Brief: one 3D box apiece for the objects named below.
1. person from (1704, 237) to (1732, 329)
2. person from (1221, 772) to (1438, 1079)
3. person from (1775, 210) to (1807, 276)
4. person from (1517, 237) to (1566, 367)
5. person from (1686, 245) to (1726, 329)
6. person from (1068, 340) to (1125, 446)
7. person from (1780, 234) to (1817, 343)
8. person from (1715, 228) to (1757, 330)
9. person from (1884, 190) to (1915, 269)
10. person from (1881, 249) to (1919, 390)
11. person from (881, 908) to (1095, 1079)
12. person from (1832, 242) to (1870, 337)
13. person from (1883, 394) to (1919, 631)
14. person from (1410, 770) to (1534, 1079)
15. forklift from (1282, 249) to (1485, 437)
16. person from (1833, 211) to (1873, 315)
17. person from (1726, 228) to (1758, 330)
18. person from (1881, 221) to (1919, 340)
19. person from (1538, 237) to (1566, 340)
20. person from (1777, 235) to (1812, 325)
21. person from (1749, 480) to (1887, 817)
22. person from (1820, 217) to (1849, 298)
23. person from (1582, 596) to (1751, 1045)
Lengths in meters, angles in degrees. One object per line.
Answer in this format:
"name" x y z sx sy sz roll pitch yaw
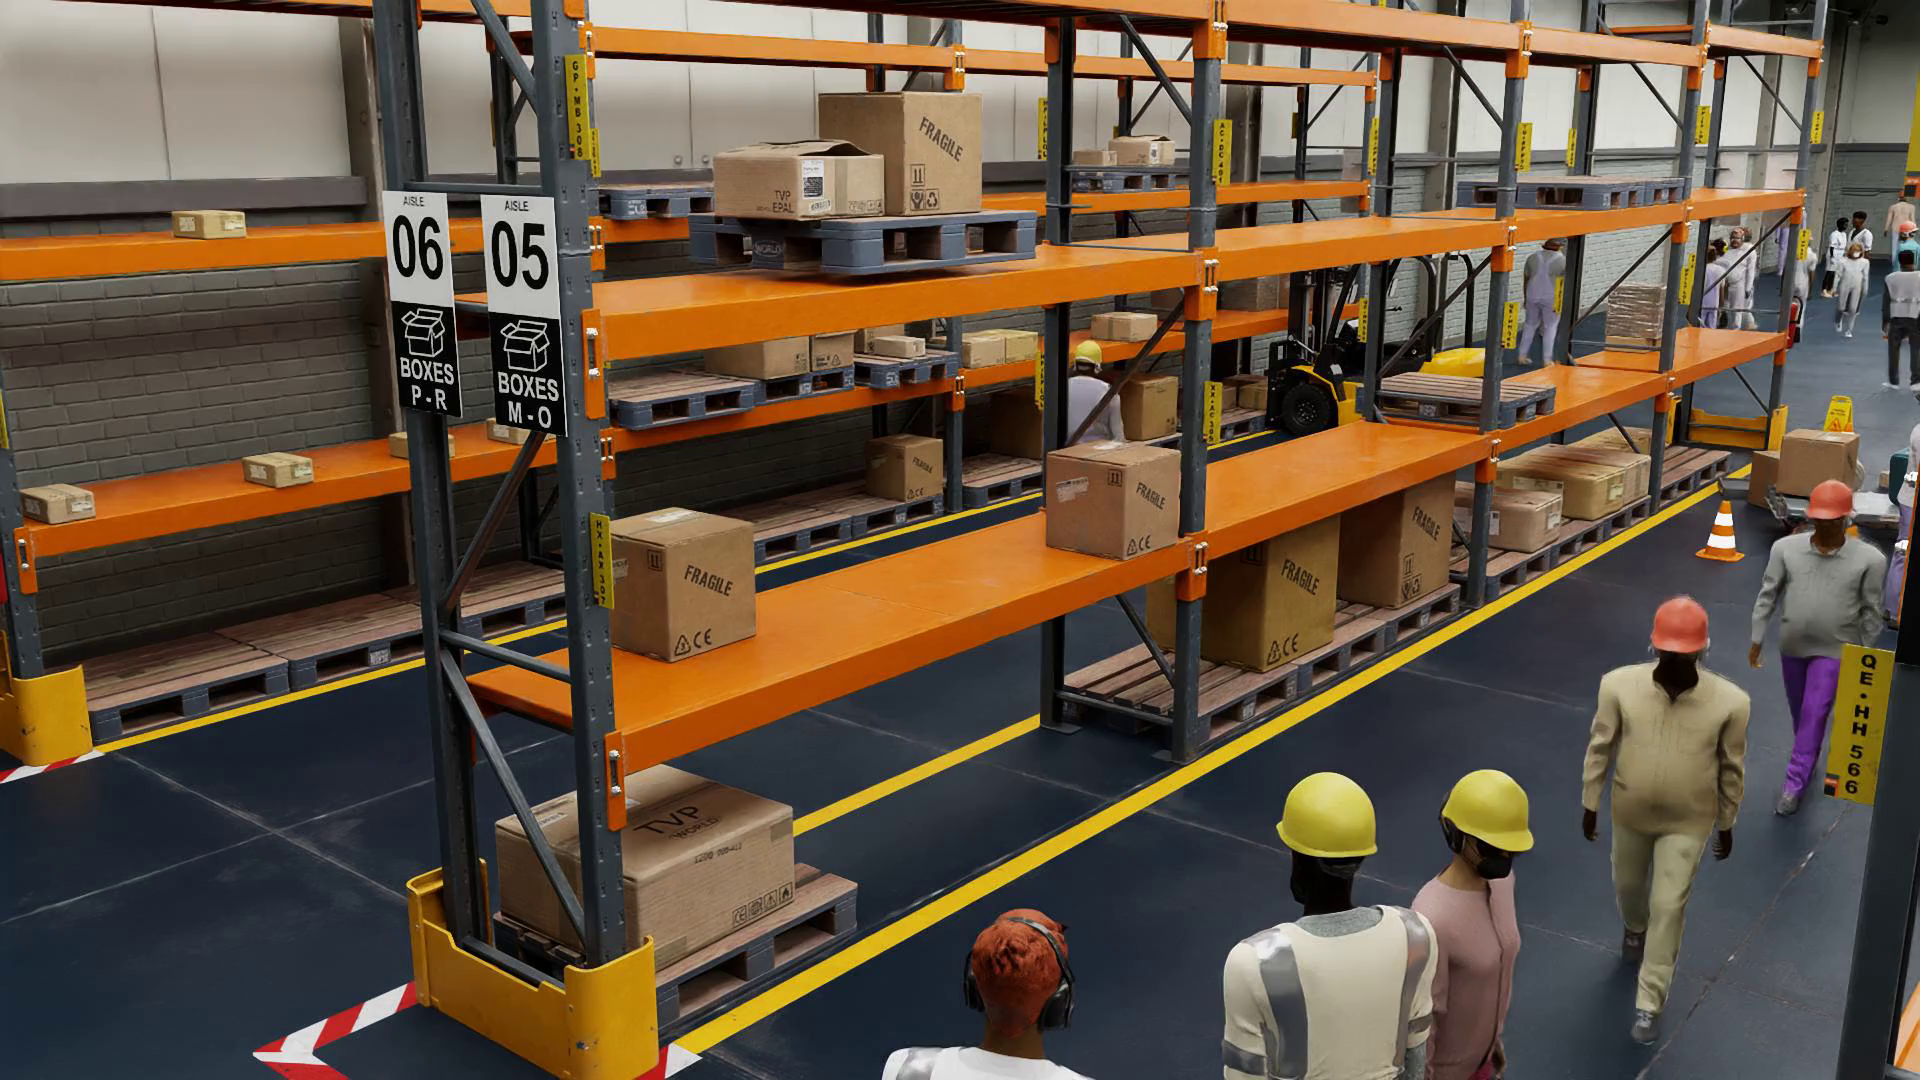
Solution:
"person" 11.633 -3.714 25.584 0.544 1.848 0.571 -9 16 -32
"person" 0.886 1.503 4.180 0.594 1.926 0.367 -6 15 -22
"person" 20.032 -7.318 40.141 0.650 1.906 0.401 6 15 23
"person" 8.721 -3.599 24.721 0.695 2.000 0.541 11 18 38
"person" 10.834 -3.353 24.170 0.517 1.833 0.373 -2 14 -7
"person" 1.019 -0.704 13.398 0.631 1.814 0.577 4 14 14
"person" 13.800 -4.155 27.418 0.531 1.827 0.599 11 17 37
"person" 12.714 -4.179 27.407 0.636 1.892 0.394 11 17 37
"person" 23.997 -7.952 42.580 0.646 1.968 0.807 3 14 14
"person" 12.879 -2.978 22.551 0.740 1.877 0.446 9 16 32
"person" 0.104 1.681 3.568 0.581 1.879 0.346 4 14 15
"person" 15.169 -4.277 28.358 0.541 1.612 0.483 5 15 18
"person" 6.708 -0.235 11.593 0.312 1.768 0.522 6 15 23
"person" 1.398 1.469 4.661 0.329 1.765 0.527 12 18 40
"forklift" 4.886 -2.214 18.767 2.313 2.155 1.214 11 18 38
"person" 17.100 -5.294 31.777 0.368 1.967 0.600 -2 14 -6
"person" 13.700 -4.570 29.187 0.783 1.817 0.645 -9 16 -31
"person" 15.740 -4.317 27.772 0.608 1.987 0.400 -12 18 -39
"person" 9.939 -4.287 27.958 0.389 1.837 0.560 1 14 6
"person" 15.016 -4.699 29.833 0.566 1.737 0.391 -6 15 -22
"person" 4.464 0.509 8.685 0.579 1.710 0.899 12 18 41
"person" 18.400 -5.926 34.943 0.532 1.686 0.333 -10 17 -35
"person" 2.770 1.023 6.562 0.577 1.729 0.785 8 16 30
